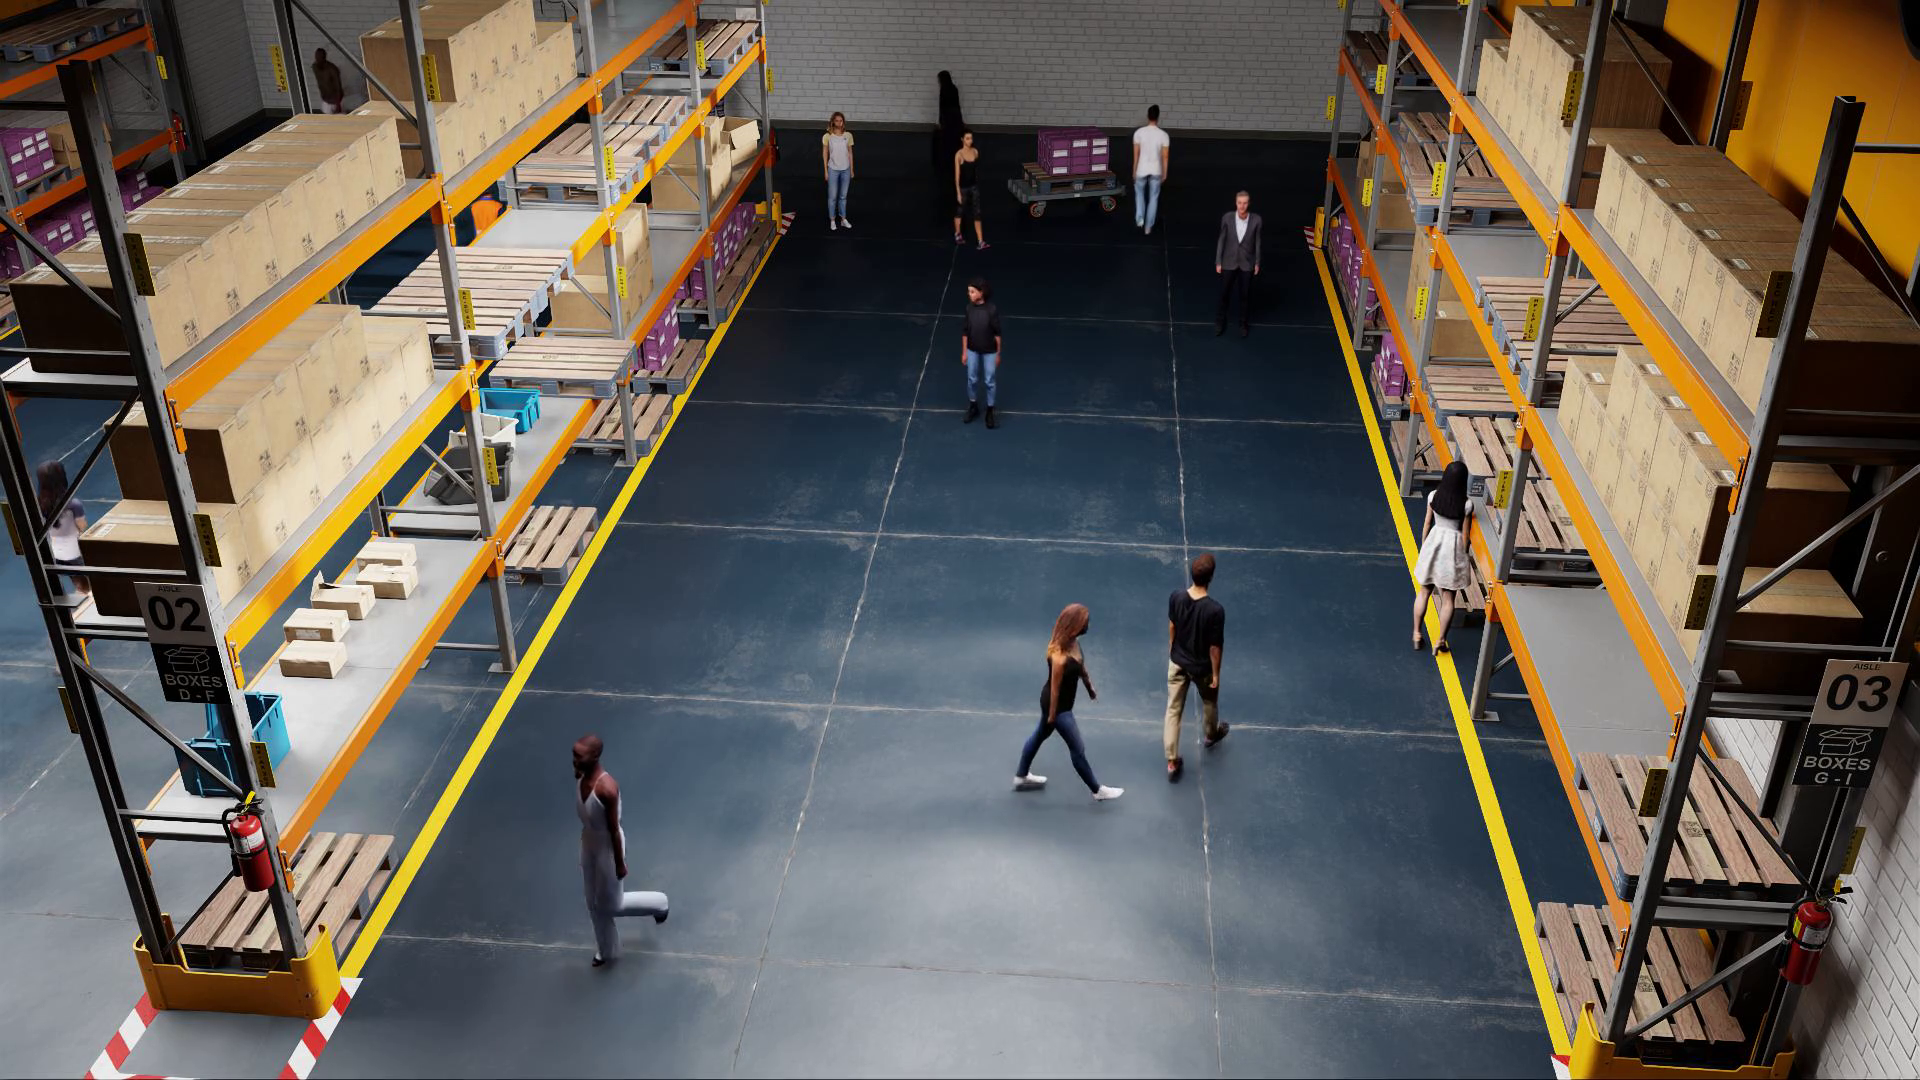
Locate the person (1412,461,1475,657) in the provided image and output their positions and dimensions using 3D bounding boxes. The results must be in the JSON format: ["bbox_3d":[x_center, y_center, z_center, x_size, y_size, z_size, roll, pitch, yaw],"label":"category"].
[{"bbox_3d":[4.104,0.150,14.106,0.777,1.769,0.803,19,34,31],"label":"person"}]

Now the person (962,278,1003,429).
[{"bbox_3d":[0.266,-2.054,18.228,0.646,1.692,0.636,2,29,4],"label":"person"}]

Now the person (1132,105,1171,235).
[{"bbox_3d":[2.726,-5.326,24.064,0.711,1.846,0.686,6,29,10],"label":"person"}]

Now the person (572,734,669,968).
[{"bbox_3d":[-2.220,1.982,10.748,0.935,1.769,0.859,-25,37,-38],"label":"person"}]

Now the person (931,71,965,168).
[{"bbox_3d":[-0.122,-6.853,27.132,0.922,1.589,0.912,23,36,36],"label":"person"}]

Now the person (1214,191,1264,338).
[{"bbox_3d":[3.452,-3.441,20.614,0.723,1.841,0.580,3,29,6],"label":"person"}]

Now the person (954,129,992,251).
[{"bbox_3d":[0.031,-4.975,23.587,1.024,1.686,1.172,-17,33,-28],"label":"person"}]

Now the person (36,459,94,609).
[{"bbox_3d":[-7.615,0.142,14.200,0.686,1.694,0.791,7,29,12],"label":"person"}]

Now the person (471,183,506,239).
[{"bbox_3d":[-5.892,-3.628,20.945,0.798,1.853,0.772,10,30,17],"label":"person"}]

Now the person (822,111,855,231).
[{"bbox_3d":[-1.784,-5.417,24.357,0.709,1.726,0.703,-11,31,-20],"label":"person"}]

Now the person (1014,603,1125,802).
[{"bbox_3d":[0.654,1.211,12.273,0.720,1.662,1.025,4,29,7],"label":"person"}]

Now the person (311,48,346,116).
[{"bbox_3d":[-10.496,-7.387,27.924,0.892,1.768,1.154,13,31,22],"label":"person"}]

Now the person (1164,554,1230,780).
[{"bbox_3d":[1.710,0.989,12.509,0.939,1.826,1.128,16,32,26],"label":"person"}]
